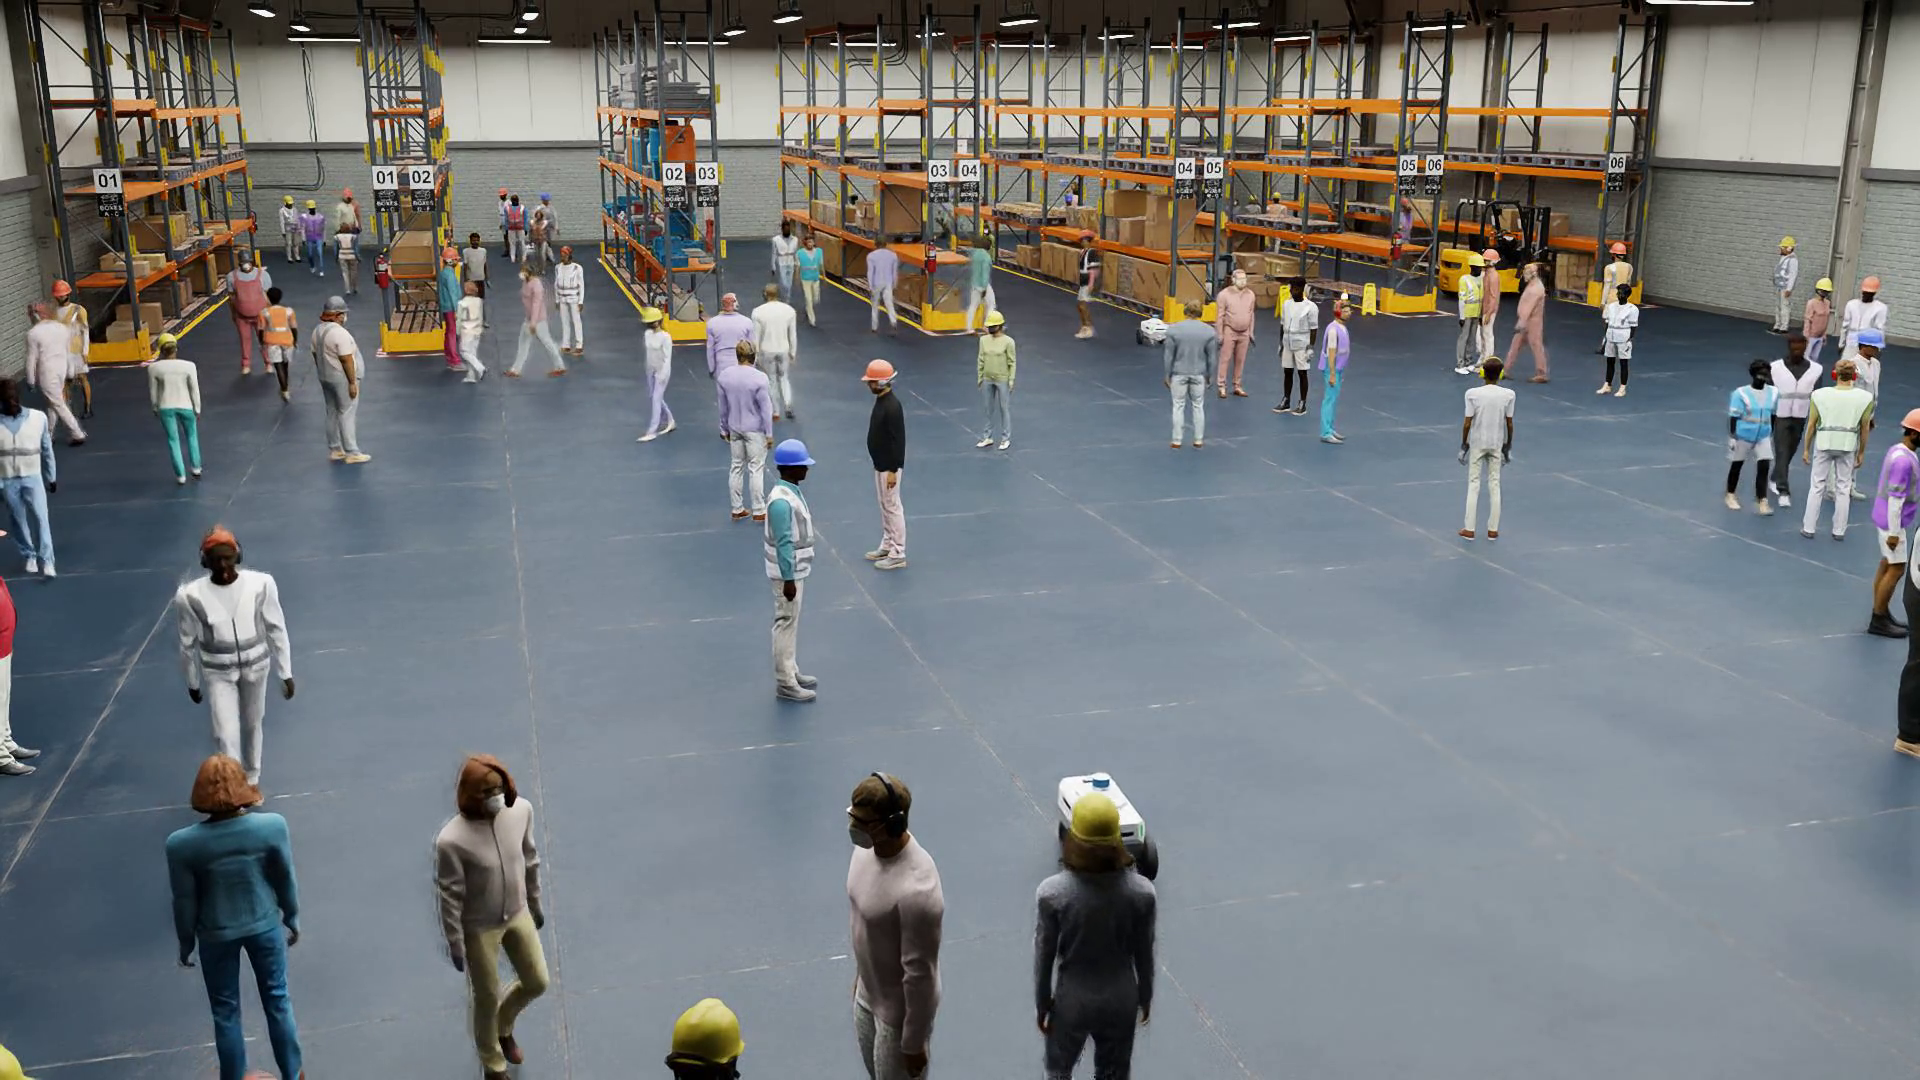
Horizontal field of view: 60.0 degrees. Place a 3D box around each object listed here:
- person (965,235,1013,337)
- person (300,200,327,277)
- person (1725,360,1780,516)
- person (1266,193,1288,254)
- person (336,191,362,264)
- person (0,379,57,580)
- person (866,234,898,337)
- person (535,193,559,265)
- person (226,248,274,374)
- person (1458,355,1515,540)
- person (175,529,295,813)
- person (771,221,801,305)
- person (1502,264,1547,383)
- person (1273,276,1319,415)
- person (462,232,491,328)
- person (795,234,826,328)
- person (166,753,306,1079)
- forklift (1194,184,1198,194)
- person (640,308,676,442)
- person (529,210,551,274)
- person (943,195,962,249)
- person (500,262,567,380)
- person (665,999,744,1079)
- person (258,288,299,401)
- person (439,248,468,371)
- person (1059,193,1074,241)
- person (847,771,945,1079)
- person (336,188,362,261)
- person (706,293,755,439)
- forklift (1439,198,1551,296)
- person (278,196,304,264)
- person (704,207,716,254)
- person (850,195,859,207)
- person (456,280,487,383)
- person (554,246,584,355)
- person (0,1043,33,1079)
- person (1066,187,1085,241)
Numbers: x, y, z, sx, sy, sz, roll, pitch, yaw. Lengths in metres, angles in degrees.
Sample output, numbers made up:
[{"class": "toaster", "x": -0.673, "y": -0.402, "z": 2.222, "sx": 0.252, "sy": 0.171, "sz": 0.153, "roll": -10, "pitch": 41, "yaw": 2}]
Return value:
[{"class": "person", "x": 0.514, "y": -4.729, "z": 31.036, "sx": 1.007, "sy": 1.884, "sz": 0.632, "roll": -8, "pitch": 17, "yaw": -27}, {"class": "person", "x": -16.213, "y": -7.583, "z": 41.744, "sx": 0.612, "sy": 1.903, "sz": 0.699, "roll": -8, "pitch": 17, "yaw": -26}, {"class": "person", "x": 8.464, "y": -1.077, "z": 17.701, "sx": 0.555, "sy": 1.660, "sz": 0.830, "roll": 0, "pitch": 15, "yaw": 0}, {"class": "person", "x": 8.573, "y": -8.475, "z": 45.157, "sx": 0.605, "sy": 1.877, "sz": 1.014, "roll": 5, "pitch": 16, "yaw": 17}, {"class": "person", "x": -16.583, "y": -8.422, "z": 44.842, "sx": 0.963, "sy": 1.951, "sz": 0.605, "roll": 4, "pitch": 15, "yaw": 15}, {"class": "person", "x": -8.644, "y": -0.548, "z": 15.324, "sx": 0.581, "sy": 1.862, "sz": 0.965, "roll": -8, "pitch": 17, "yaw": -28}, {"class": "person", "x": -1.425, "y": -4.749, "z": 31.085, "sx": 0.628, "sy": 1.908, "sz": 0.931, "roll": -6, "pitch": 16, "yaw": -23}, {"class": "person", "x": -11.125, "y": -8.372, "z": 44.702, "sx": 0.928, "sy": 1.917, "sz": 0.611, "roll": 12, "pitch": 19, "yaw": 38}, {"class": "person", "x": -11.437, "y": -3.691, "z": 26.827, "sx": 0.678, "sy": 2.000, "sz": 0.535, "roll": -4, "pitch": 15, "yaw": -16}, {"class": "person", "x": 5.289, "y": -0.924, "z": 16.740, "sx": 0.531, "sy": 1.870, "sz": 0.317, "roll": 1, "pitch": 15, "yaw": 4}, {"class": "person", "x": -4.377, "y": 0.848, "z": 10.122, "sx": 0.590, "sy": 1.836, "sz": 0.945, "roll": -9, "pitch": 18, "yaw": -32}, {"class": "person", "x": -3.567, "y": -5.649, "z": 34.457, "sx": 0.624, "sy": 1.899, "sz": 0.554, "roll": -11, "pitch": 18, "yaw": -35}, {"class": "person", "x": 8.790, "y": -3.374, "z": 26.004, "sx": 0.955, "sy": 1.853, "sz": 0.631, "roll": 2, "pitch": 15, "yaw": 8}, {"class": "person", "x": 4.723, "y": -2.736, "z": 23.389, "sx": 0.387, "sy": 1.958, "sz": 0.600, "roll": -13, "pitch": 20, "yaw": -40}, {"class": "person", "x": -9.326, "y": -5.006, "z": 32.116, "sx": 0.521, "sy": 1.865, "sz": 0.327, "roll": -13, "pitch": 19, "yaw": -39}, {"class": "person", "x": -2.935, "y": -5.065, "z": 32.427, "sx": 0.623, "sy": 1.812, "sz": 0.651, "roll": -6, "pitch": 16, "yaw": -22}, {"class": "person", "x": -3.145, "y": 1.715, "z": 7.264, "sx": 0.507, "sy": 1.631, "sz": 0.266, "roll": -8, "pitch": 17, "yaw": -29}, {"class": "forklift", "x": 7.392, "y": -11.333, "z": 53.972, "sx": 1.873, "sy": 2.768, "sz": 1.129, "roll": -4, "pitch": 15, "yaw": -15}, {"class": "person", "x": -4.011, "y": -2.178, "z": 21.772, "sx": 0.568, "sy": 1.708, "sz": 0.787, "roll": 12, "pitch": 19, "yaw": 39}, {"class": "person", "x": -10.659, "y": -7.580, "z": 42.282, "sx": 0.533, "sy": 1.609, "sz": 0.564, "roll": 0, "pitch": 15, "yaw": 1}, {"class": "person", "x": -0.192, "y": -9.455, "z": 49.393, "sx": 0.494, "sy": 1.586, "sz": 0.877, "roll": 12, "pitch": 19, "yaw": 39}, {"class": "person", "x": -6.740, "y": -3.456, "z": 26.266, "sx": 1.068, "sy": 1.873, "sz": 0.634, "roll": -11, "pitch": 18, "yaw": -35}, {"class": "person", "x": -0.745, "y": 2.231, "z": 5.086, "sx": 0.523, "sy": 1.760, "sz": 0.328, "roll": 0, "pitch": 15, "yaw": 1}, {"class": "person", "x": -10.098, "y": -2.907, "z": 24.626, "sx": 0.544, "sy": 1.647, "sz": 0.861, "roll": -11, "pitch": 19, "yaw": -37}, {"class": "person", "x": -8.306, "y": -3.775, "z": 27.229, "sx": 0.379, "sy": 1.996, "sz": 0.609, "roll": -8, "pitch": 17, "yaw": -29}, {"class": "person", "x": 2.851, "y": -8.159, "z": 43.826, "sx": 0.616, "sy": 1.946, "sz": 0.406, "roll": 1, "pitch": 15, "yaw": 5}, {"class": "person", "x": -0.260, "y": 1.791, "z": 6.416, "sx": 0.372, "sy": 1.933, "sz": 0.626, "roll": -6, "pitch": 16, "yaw": -22}, {"class": "person", "x": -16.673, "y": -8.610, "z": 45.444, "sx": 0.614, "sy": 1.987, "sz": 0.407, "roll": -8, "pitch": 17, "yaw": -29}, {"class": "person", "x": -2.975, "y": -2.265, "z": 21.726, "sx": 0.643, "sy": 1.905, "sz": 0.400, "roll": 0, "pitch": 15, "yaw": -1}, {"class": "forklift", "x": 11.913, "y": -6.508, "z": 37.130, "sx": 2.313, "sy": 2.155, "sz": 1.214, "roll": -4, "pitch": 15, "yaw": -15}, {"class": "person", "x": -18.024, "y": -8.349, "z": 44.788, "sx": 0.404, "sy": 1.820, "sz": 0.597, "roll": 7, "pitch": 16, "yaw": 25}, {"class": "person", "x": -7.140, "y": -9.202, "z": 47.650, "sx": 0.394, "sy": 1.994, "sz": 0.612, "roll": -4, "pitch": 15, "yaw": -15}, {"class": "person", "x": -3.022, "y": -9.052, "z": 47.664, "sx": 0.368, "sy": 1.682, "sz": 0.545, "roll": 4, "pitch": 15, "yaw": 15}, {"class": "person", "x": -7.597, "y": -3.227, "z": 25.891, "sx": 0.591, "sy": 1.614, "sz": 0.535, "roll": 9, "pitch": 17, "yaw": 30}, {"class": "person", "x": -6.783, "y": -4.152, "z": 28.858, "sx": 0.573, "sy": 1.887, "sz": 0.355, "roll": 6, "pitch": 16, "yaw": 22}, {"class": "person", "x": -2.720, "y": 2.282, "z": 4.760, "sx": 0.591, "sy": 1.828, "sz": 0.404, "roll": 6, "pitch": 16, "yaw": 20}, {"class": "person", "x": 3.407, "y": -9.459, "z": 48.942, "sx": 0.621, "sy": 1.834, "sz": 0.430, "roll": 9, "pitch": 17, "yaw": 31}]
